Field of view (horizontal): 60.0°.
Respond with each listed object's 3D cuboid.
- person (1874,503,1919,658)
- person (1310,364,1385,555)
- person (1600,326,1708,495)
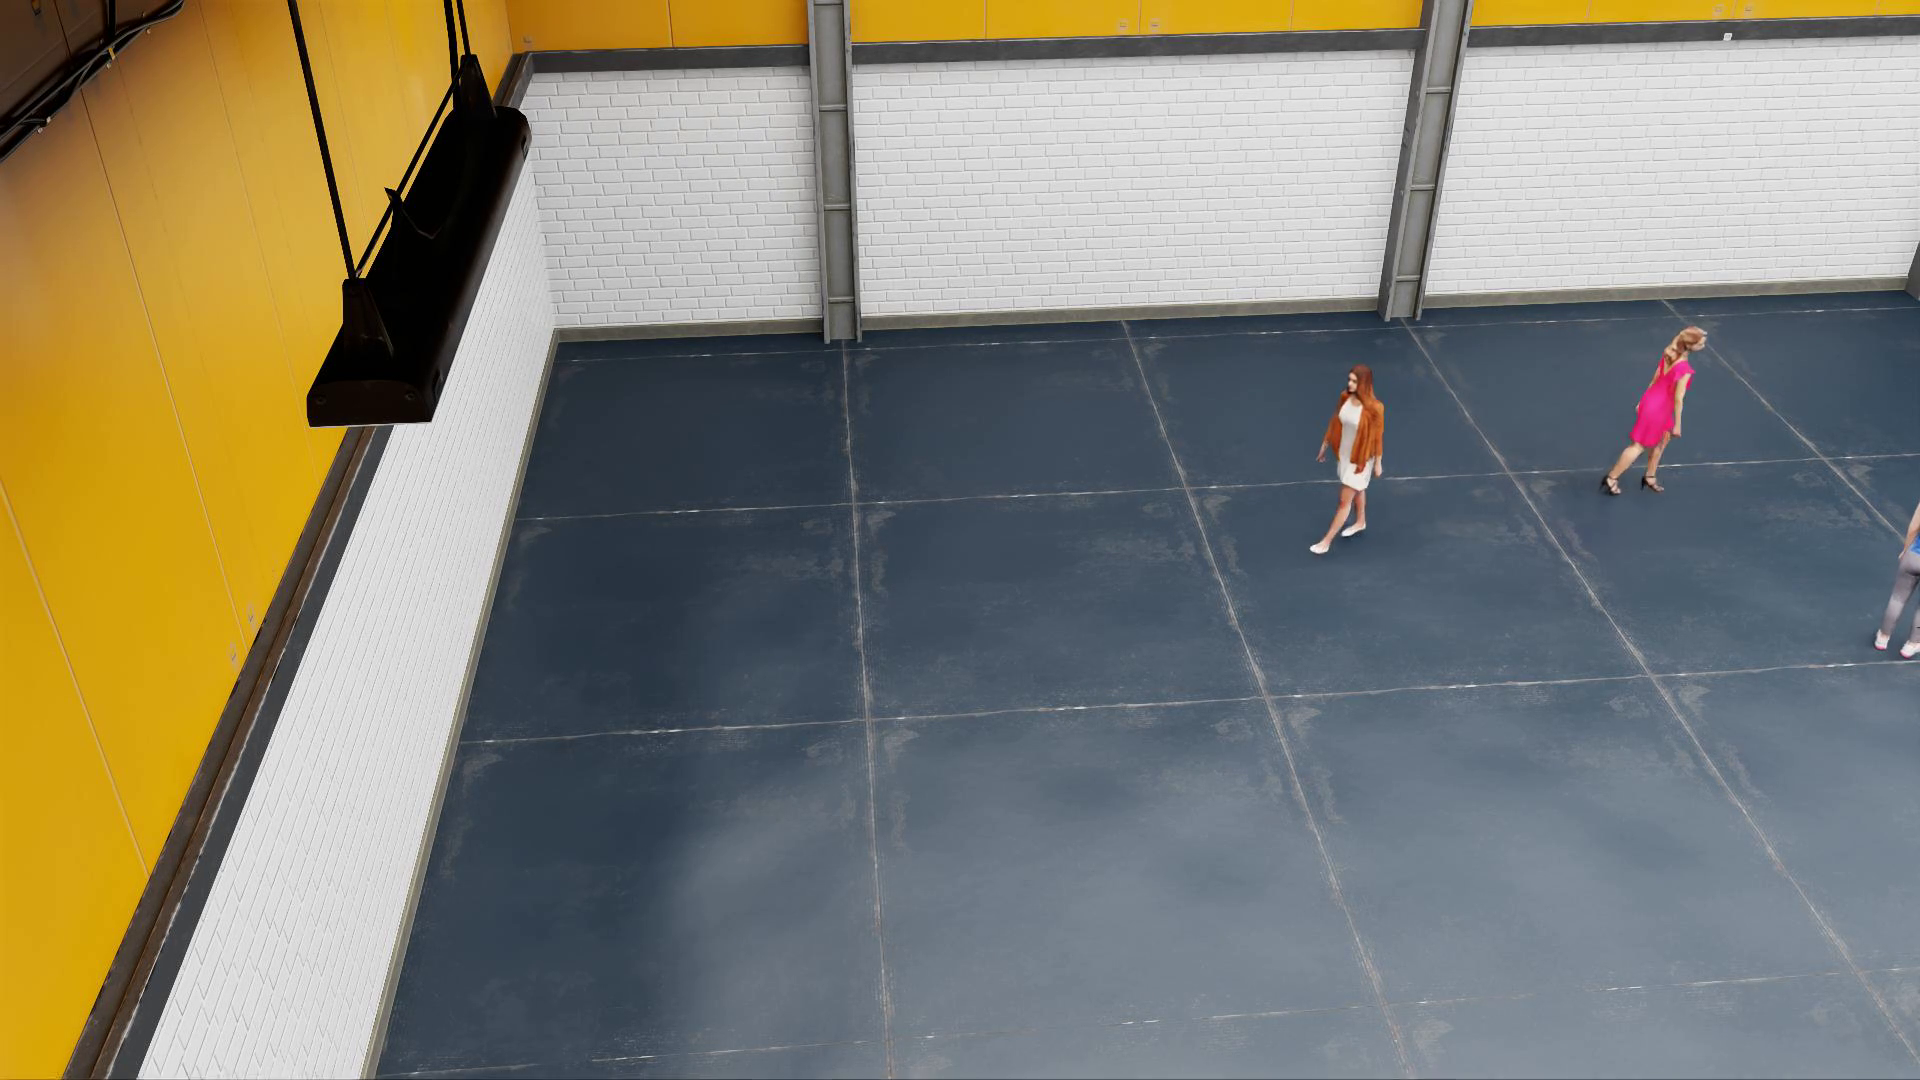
[{"bbox_3d":[7.330,0.169,12.591,0.652,1.610,0.720,22,40,30],"label":"person"},{"bbox_3d":[3.353,-0.720,13.858,1.126,1.687,0.951,-20,39,-28],"label":"person"},{"bbox_3d":[5.969,-1.119,14.458,0.845,1.689,0.682,1,34,1],"label":"person"}]
